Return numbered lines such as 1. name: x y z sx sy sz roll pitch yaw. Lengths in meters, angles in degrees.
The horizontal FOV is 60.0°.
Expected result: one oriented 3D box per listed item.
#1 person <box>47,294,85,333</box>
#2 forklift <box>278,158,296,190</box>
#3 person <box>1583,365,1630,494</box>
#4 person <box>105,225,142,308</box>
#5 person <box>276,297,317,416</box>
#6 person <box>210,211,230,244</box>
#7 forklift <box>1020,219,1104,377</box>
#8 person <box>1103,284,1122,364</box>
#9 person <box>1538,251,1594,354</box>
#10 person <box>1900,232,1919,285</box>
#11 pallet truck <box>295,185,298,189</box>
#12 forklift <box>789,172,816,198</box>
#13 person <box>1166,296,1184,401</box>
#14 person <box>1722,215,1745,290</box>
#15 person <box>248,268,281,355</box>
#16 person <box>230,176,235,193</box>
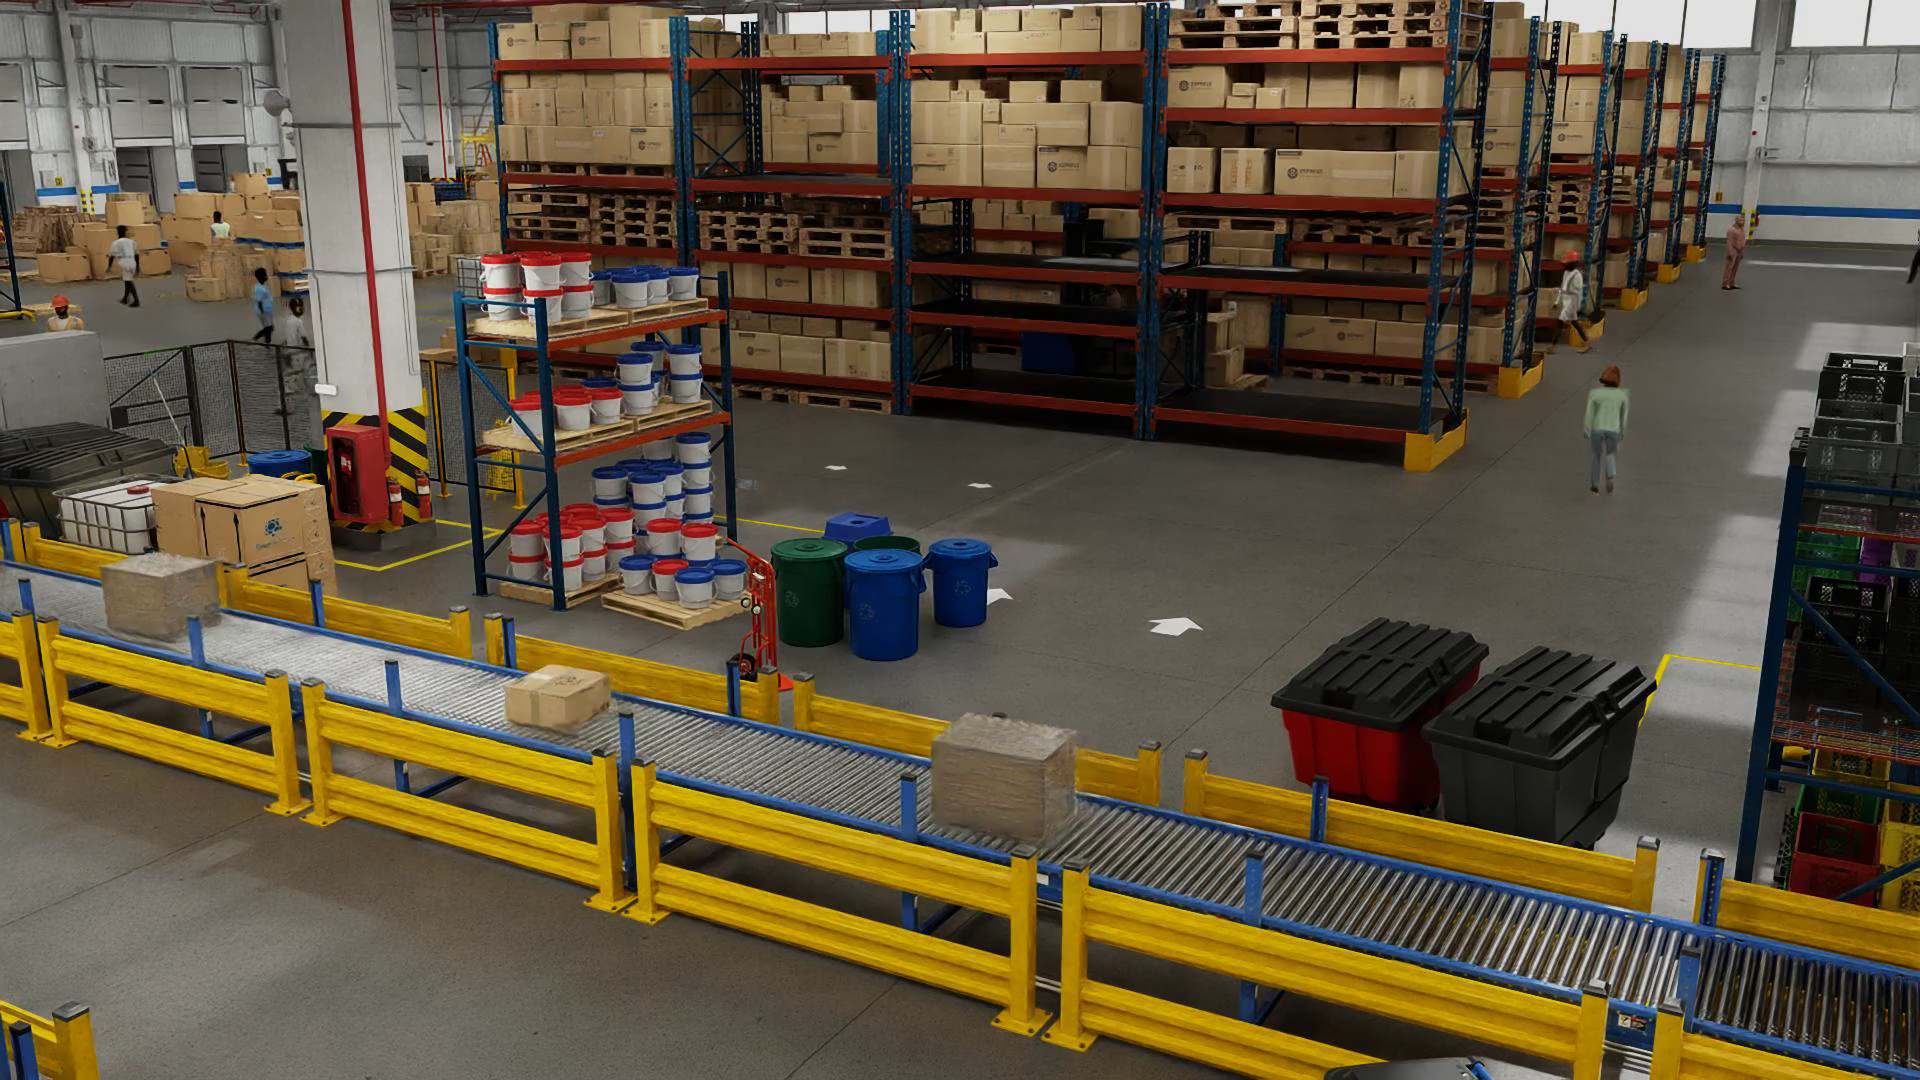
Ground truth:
1. person: -13.574 -2.770 25.317 0.542 1.939 0.365 -1 15 -4
2. forklift: -22.529 -11.525 56.427 1.873 2.768 1.129 8 17 28
3. person: 7.991 -1.354 20.599 0.513 1.612 0.391 4 15 13
4. person: -19.669 -6.414 39.049 0.971 1.911 0.651 6 16 21
5. person: -10.282 -2.864 25.915 1.036 1.814 0.507 -13 19 -39
6. person: -19.503 -7.715 43.942 0.393 1.922 0.589 6 16 23
7. forklift: 2.069 -3.999 28.135 1.873 2.768 1.129 8 17 28
8. person: 2.533 -3.610 28.529 0.408 1.913 0.642 -3 15 -11
9. person: 11.749 -4.539 31.905 1.087 1.994 0.608 1 15 4
10. person: 25.325 -7.591 43.575 0.852 1.887 0.599 4 15 15
11. pallet truck: -26.804 -14.617 69.738 1.885 1.965 0.823 -14 20 -42
12. forklift: -5.072 -10.804 53.713 1.129 2.768 1.873 8 17 28
13. person: 3.473 -3.112 27.064 0.322 1.698 0.530 -2 15 -9
14. person: 19.931 -7.386 42.735 0.652 1.904 0.403 -11 18 -35
15. person: -13.364 -4.363 31.801 0.540 1.682 0.540 -2 15 -7
16. person: -30.879 -14.725 70.931 0.529 1.579 0.880 5 16 19
